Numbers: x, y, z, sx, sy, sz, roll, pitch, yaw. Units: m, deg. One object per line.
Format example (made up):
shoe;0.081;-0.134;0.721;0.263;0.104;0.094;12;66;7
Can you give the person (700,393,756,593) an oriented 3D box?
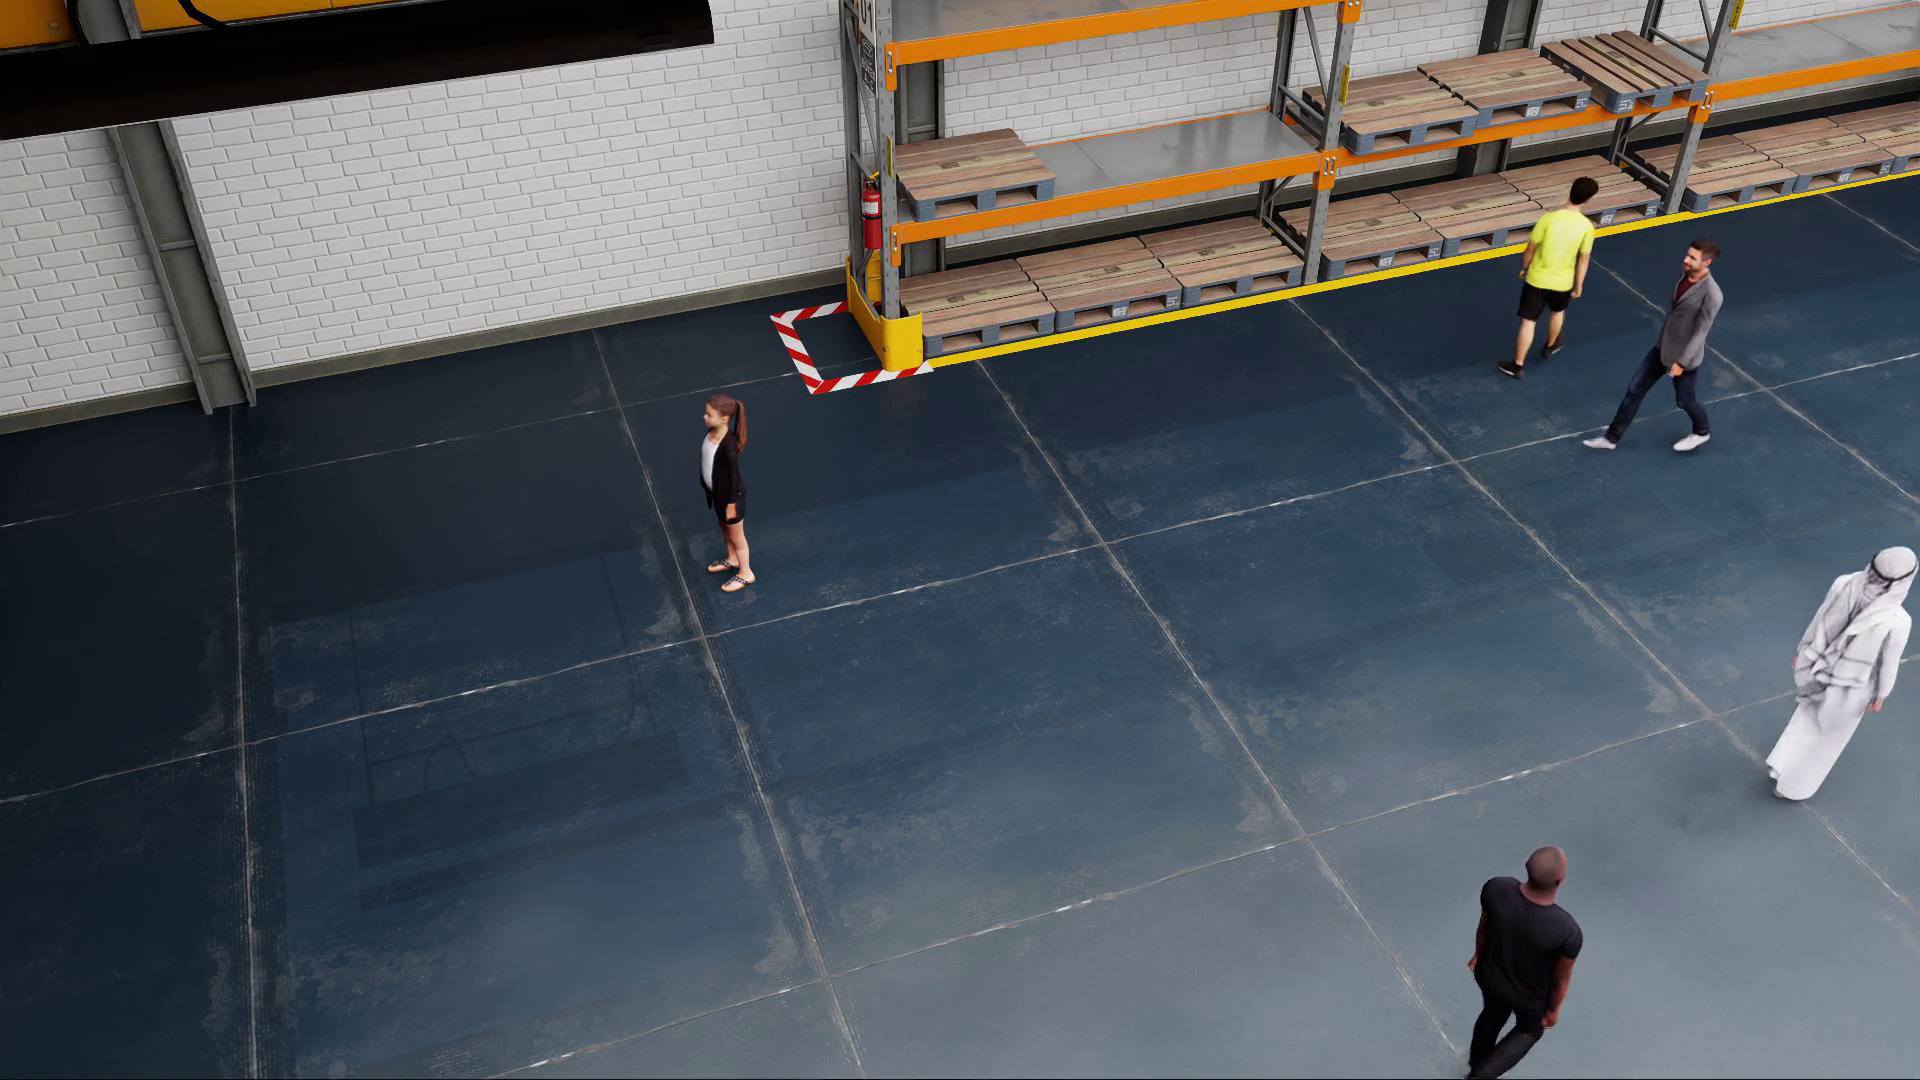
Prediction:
person;-1.602;-0.349;11.433;0.579;1.556;0.556;-18;42;-21

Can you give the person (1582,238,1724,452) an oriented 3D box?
person;5.492;-1.408;12.541;1.265;1.828;0.774;-8;39;-10

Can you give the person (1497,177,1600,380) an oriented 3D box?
person;4.804;-2.101;13.536;1.007;1.668;1.036;4;39;5

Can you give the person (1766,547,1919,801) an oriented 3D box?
person;5.056;0.824;9.680;0.819;1.910;0.762;-19;42;-22

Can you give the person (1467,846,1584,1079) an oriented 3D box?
person;2.638;2.192;8.051;0.936;1.805;0.831;-28;46;-31
